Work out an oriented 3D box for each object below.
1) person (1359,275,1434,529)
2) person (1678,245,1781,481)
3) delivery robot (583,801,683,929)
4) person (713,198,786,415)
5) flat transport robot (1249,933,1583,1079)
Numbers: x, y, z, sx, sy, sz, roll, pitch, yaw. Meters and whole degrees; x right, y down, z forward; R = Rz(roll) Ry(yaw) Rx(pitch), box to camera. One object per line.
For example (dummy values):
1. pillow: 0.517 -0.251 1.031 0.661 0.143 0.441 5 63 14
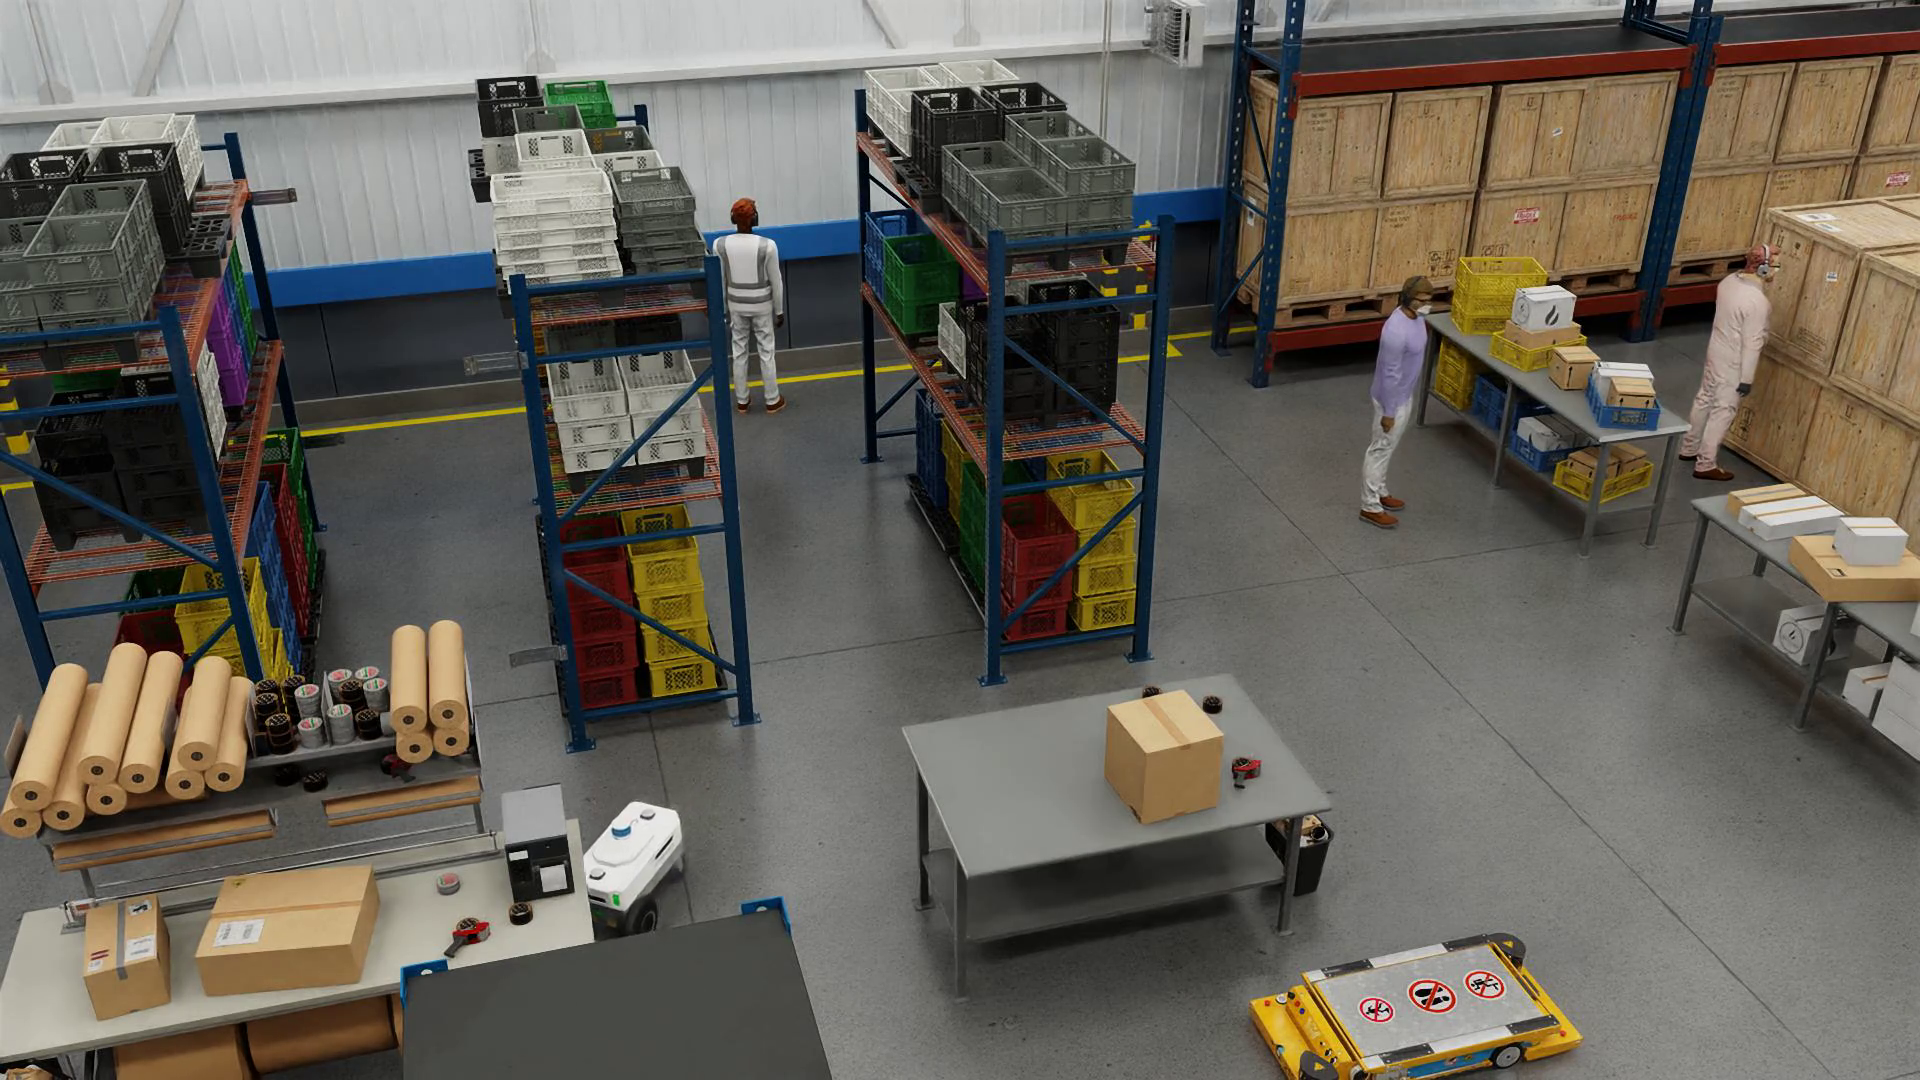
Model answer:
1. person: 3.230 -1.046 12.323 0.375 1.934 0.628 13 31 22
2. person: 6.058 -1.392 12.995 0.397 1.899 0.645 0 29 0
3. delivery robot: -1.752 1.671 8.706 0.477 0.478 0.707 10 30 18
4. person: -1.762 -1.955 14.030 0.572 1.883 0.356 4 29 6
5. flat transport robot: 2.184 2.282 7.980 1.431 0.197 0.652 -8 30 -14
